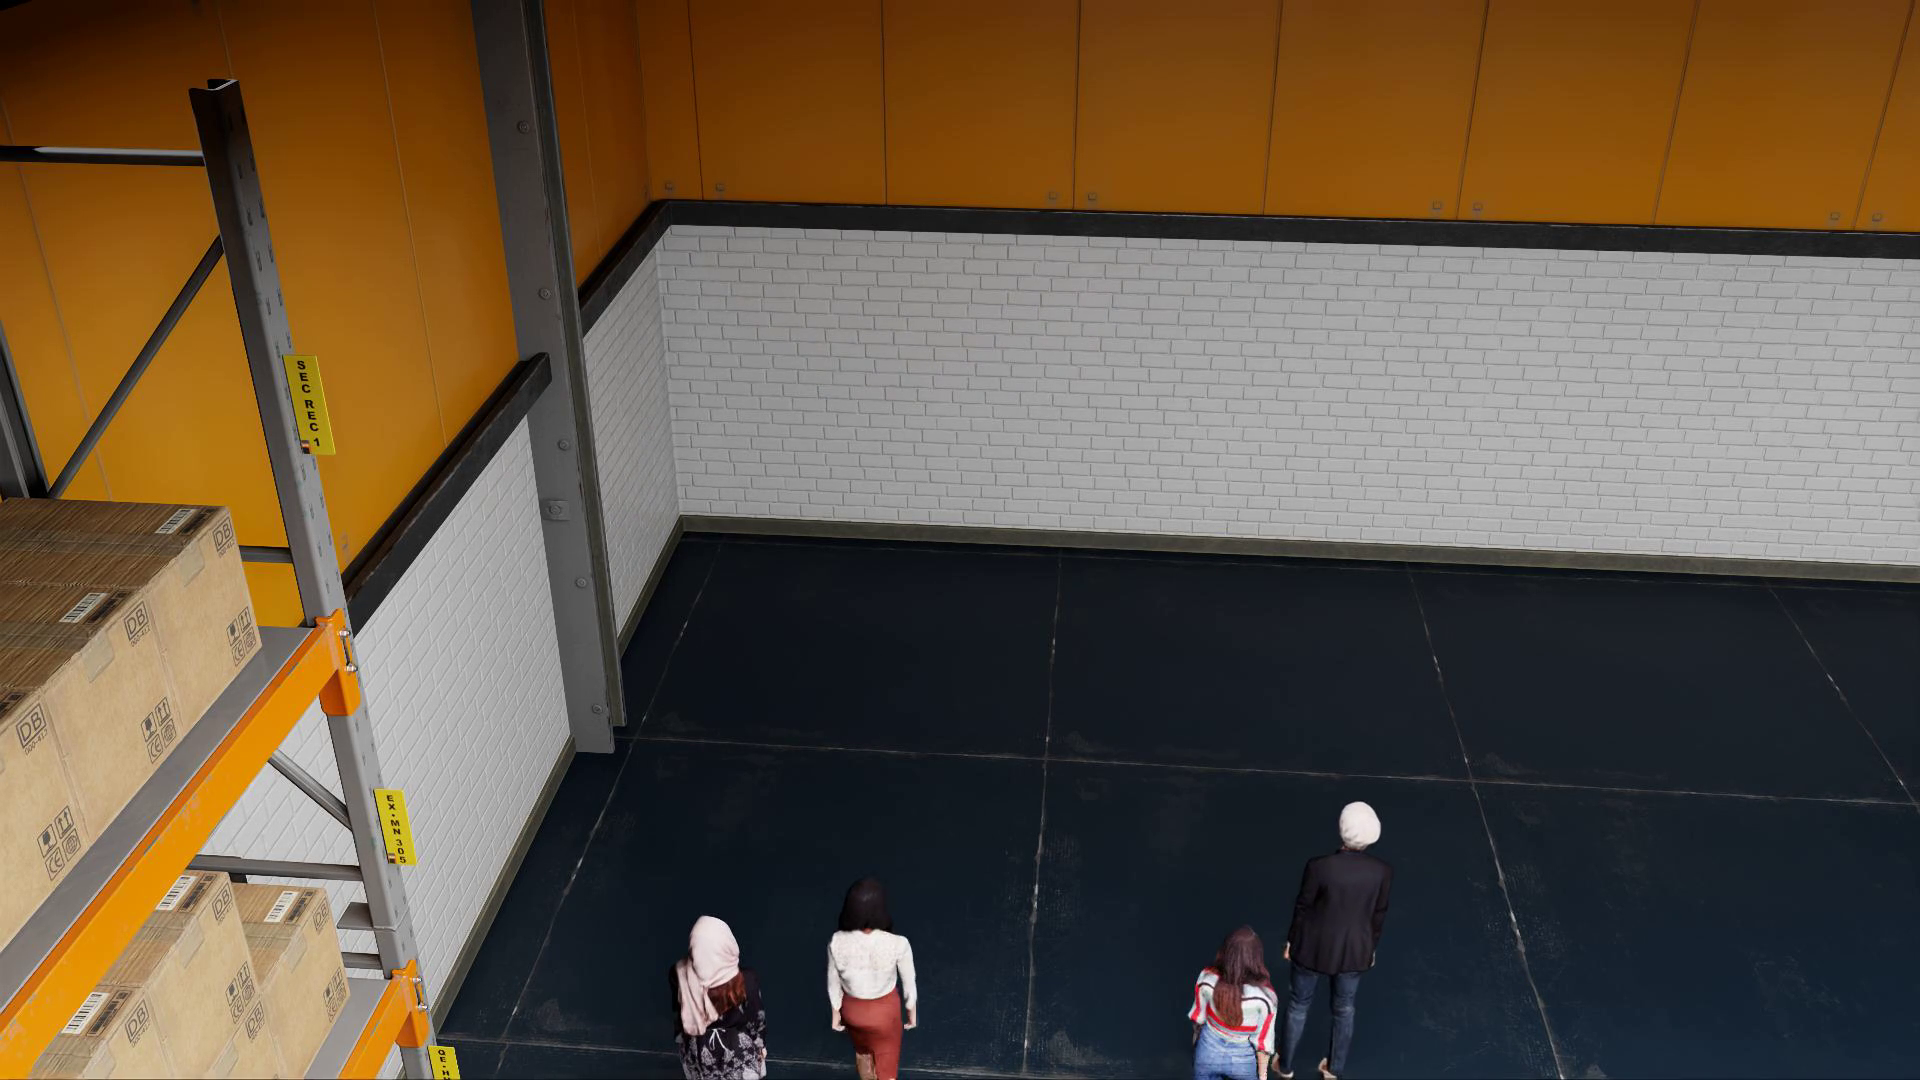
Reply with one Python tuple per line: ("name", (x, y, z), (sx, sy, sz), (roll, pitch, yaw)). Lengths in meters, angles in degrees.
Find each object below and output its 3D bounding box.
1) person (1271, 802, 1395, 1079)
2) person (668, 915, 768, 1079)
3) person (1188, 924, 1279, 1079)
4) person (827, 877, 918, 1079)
("person", (1.828, 2.071, 8.398), (0.722, 1.774, 0.609), (0, 29, 0))
("person", (-1.213, 2.554, 8.409), (0.620, 1.636, 0.601), (2, 29, 3))
("person", (1.315, 2.636, 8.322), (0.809, 1.576, 1.084), (12, 31, 20))
("person", (-0.456, 2.487, 8.438), (0.609, 1.726, 1.040), (2, 29, 3))
